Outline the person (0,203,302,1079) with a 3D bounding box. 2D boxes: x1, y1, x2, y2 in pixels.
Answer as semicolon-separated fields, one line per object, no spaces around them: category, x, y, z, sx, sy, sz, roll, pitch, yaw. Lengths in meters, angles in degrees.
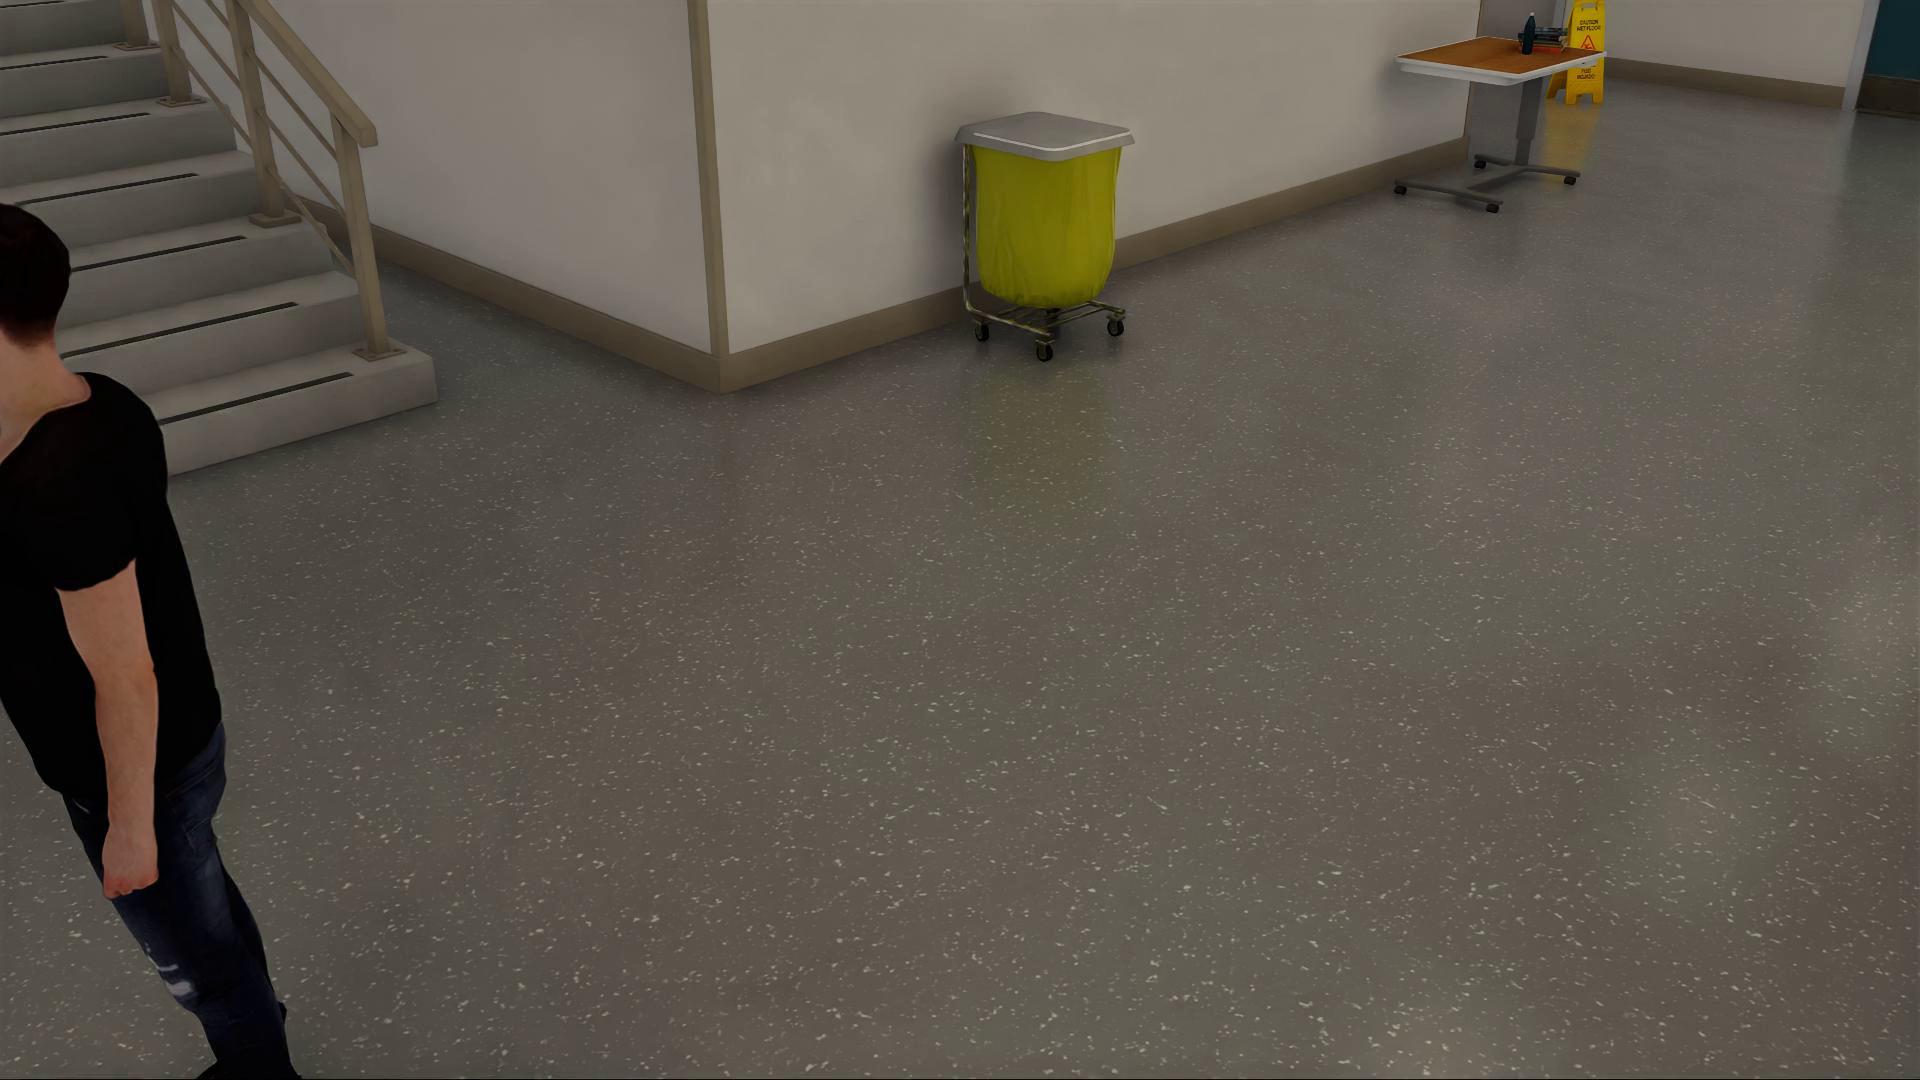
person;-1.393;0.353;2.824;0.801;1.895;0.613;-12;28;-24
